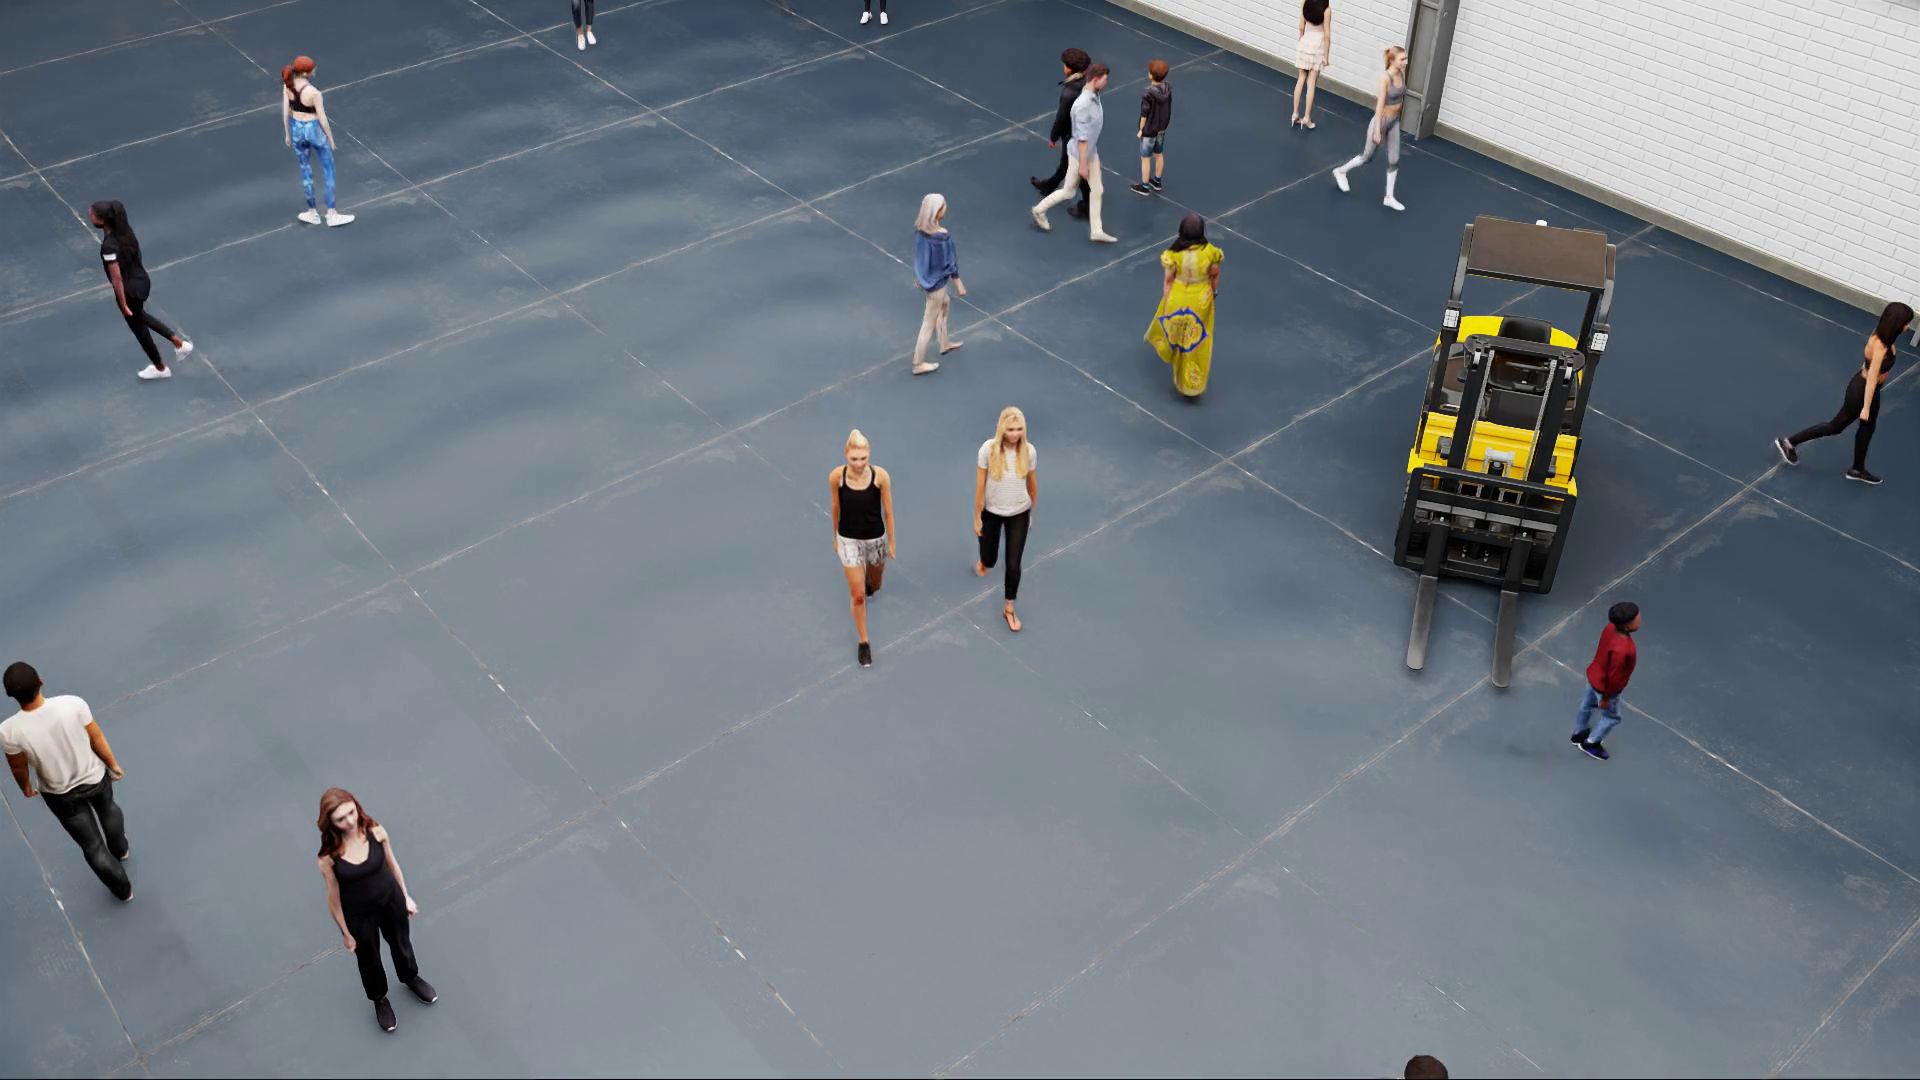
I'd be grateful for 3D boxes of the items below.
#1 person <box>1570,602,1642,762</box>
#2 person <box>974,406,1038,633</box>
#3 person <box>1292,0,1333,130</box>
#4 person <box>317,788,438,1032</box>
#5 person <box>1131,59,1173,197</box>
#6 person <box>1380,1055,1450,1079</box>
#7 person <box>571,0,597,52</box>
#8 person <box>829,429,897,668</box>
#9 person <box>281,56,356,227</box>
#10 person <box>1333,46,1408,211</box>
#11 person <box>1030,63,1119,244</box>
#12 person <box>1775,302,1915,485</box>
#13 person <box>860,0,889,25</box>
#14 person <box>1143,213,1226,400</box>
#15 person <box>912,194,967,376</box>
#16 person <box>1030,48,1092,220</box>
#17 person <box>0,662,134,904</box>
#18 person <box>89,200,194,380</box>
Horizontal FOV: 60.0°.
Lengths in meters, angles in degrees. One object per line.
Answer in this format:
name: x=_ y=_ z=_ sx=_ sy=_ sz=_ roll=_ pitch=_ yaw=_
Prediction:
person: x=4.183 y=0.910 z=10.908 sx=0.649 sy=1.248 sz=0.591 roll=4 pitch=39 yaw=5
person: x=0.291 y=-0.218 z=11.871 sx=0.898 sy=1.808 sz=1.042 roll=-6 pitch=39 yaw=-7
person: x=3.891 y=-5.406 z=18.422 sx=0.628 sy=1.739 sz=0.458 roll=-29 pitch=47 yaw=-31
person: x=-3.246 y=1.998 z=9.146 sx=0.588 sy=1.746 sz=0.533 roll=-31 pitch=48 yaw=-33
person: x=2.006 y=-4.297 z=17.269 sx=0.534 sy=1.445 sz=0.518 roll=-26 pitch=45 yaw=-28
person: x=2.084 y=2.933 z=8.012 sx=0.797 sy=1.701 sz=0.859 roll=6 pitch=39 yaw=8
person: x=-4.654 y=-6.966 z=20.331 sx=0.696 sy=1.796 sz=0.761 roll=-14 pitch=41 yaw=-17
person: x=-0.689 y=-0.051 z=11.652 sx=1.012 sy=1.820 sz=1.144 roll=-1 pitch=39 yaw=-1
person: x=-6.548 y=-3.975 z=16.619 sx=0.718 sy=1.764 sz=0.838 roll=-1 pitch=39 yaw=-1
person: x=4.262 y=-4.245 z=17.023 sx=0.584 sy=1.671 sz=1.089 roll=-28 pitch=47 yaw=-31
person: x=1.112 y=-3.783 z=16.341 sx=1.266 sy=1.801 sz=1.010 roll=18 pitch=42 yaw=21
person: x=7.093 y=-1.185 z=13.239 sx=1.139 sy=1.613 sz=0.821 roll=20 pitch=43 yaw=23
person: x=-1.078 y=-7.401 z=20.867 sx=0.707 sy=1.806 sz=0.765 roll=3 pitch=39 yaw=4
person: x=1.959 y=-1.965 z=14.220 sx=1.266 sy=1.617 sz=1.305 roll=5 pitch=39 yaw=6
person: x=-0.308 y=-2.192 z=14.460 sx=0.748 sy=1.673 sz=0.832 roll=-20 pitch=43 yaw=-23
person: x=1.240 y=-4.040 z=16.711 sx=1.135 sy=1.740 sz=0.870 roll=21 pitch=43 yaw=24
person: x=-5.192 y=1.470 z=9.781 sx=0.658 sy=1.788 sz=0.834 roll=-28 pitch=46 yaw=-30
person: x=-7.053 y=-2.149 z=14.360 sx=0.887 sy=1.720 sz=0.834 roll=0 pitch=39 yaw=0
